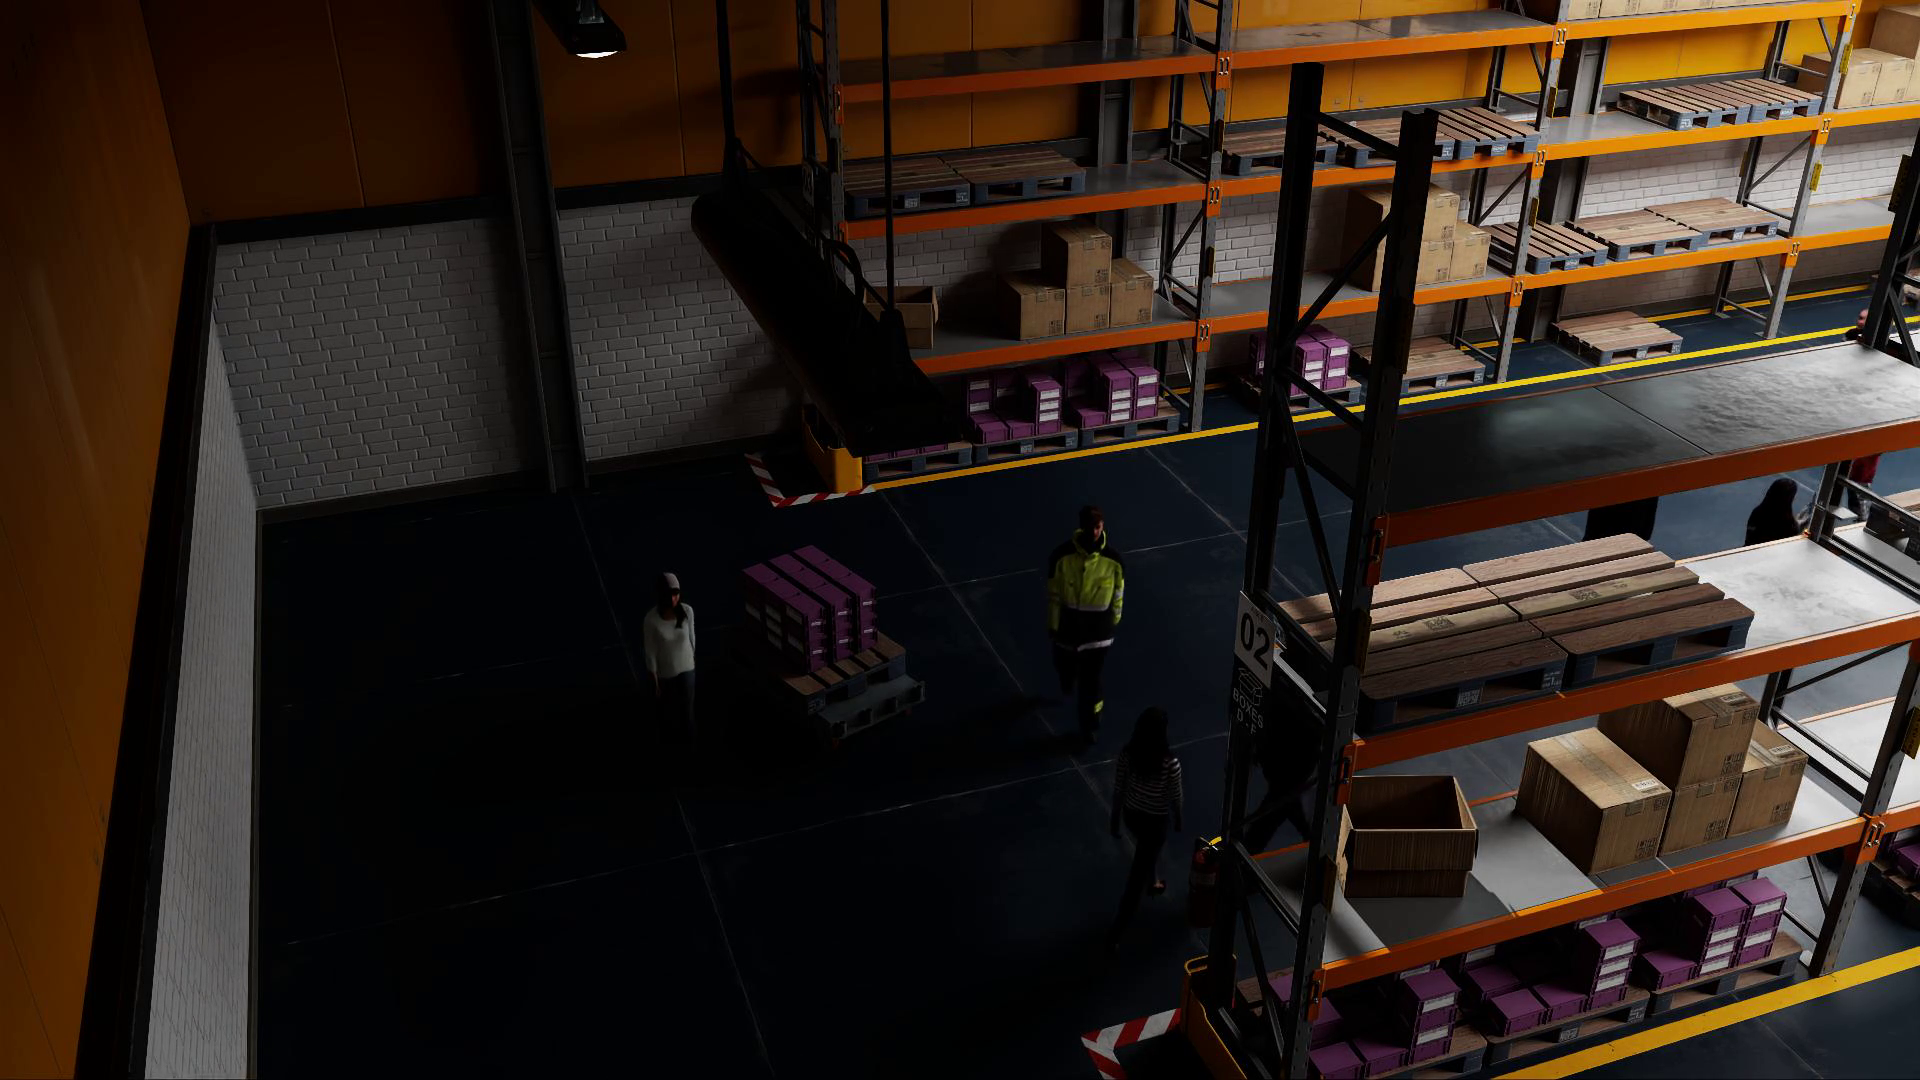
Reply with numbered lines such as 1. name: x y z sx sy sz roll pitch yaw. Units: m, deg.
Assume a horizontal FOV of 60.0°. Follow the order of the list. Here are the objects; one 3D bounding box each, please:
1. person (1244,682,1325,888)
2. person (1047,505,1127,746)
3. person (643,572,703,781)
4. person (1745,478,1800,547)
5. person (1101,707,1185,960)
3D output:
1. person: 2.123 1.624 11.291 1.183 1.798 0.718 -10 30 -18
2. person: 0.954 0.581 13.045 1.222 1.950 1.113 1 29 2
3. person: -2.231 0.958 12.711 1.061 1.607 0.672 -12 31 -21
4. person: 6.726 0.256 13.977 0.873 1.627 0.670 -14 32 -24
5. person: 1.171 1.937 10.773 1.081 1.743 1.227 16 32 27
